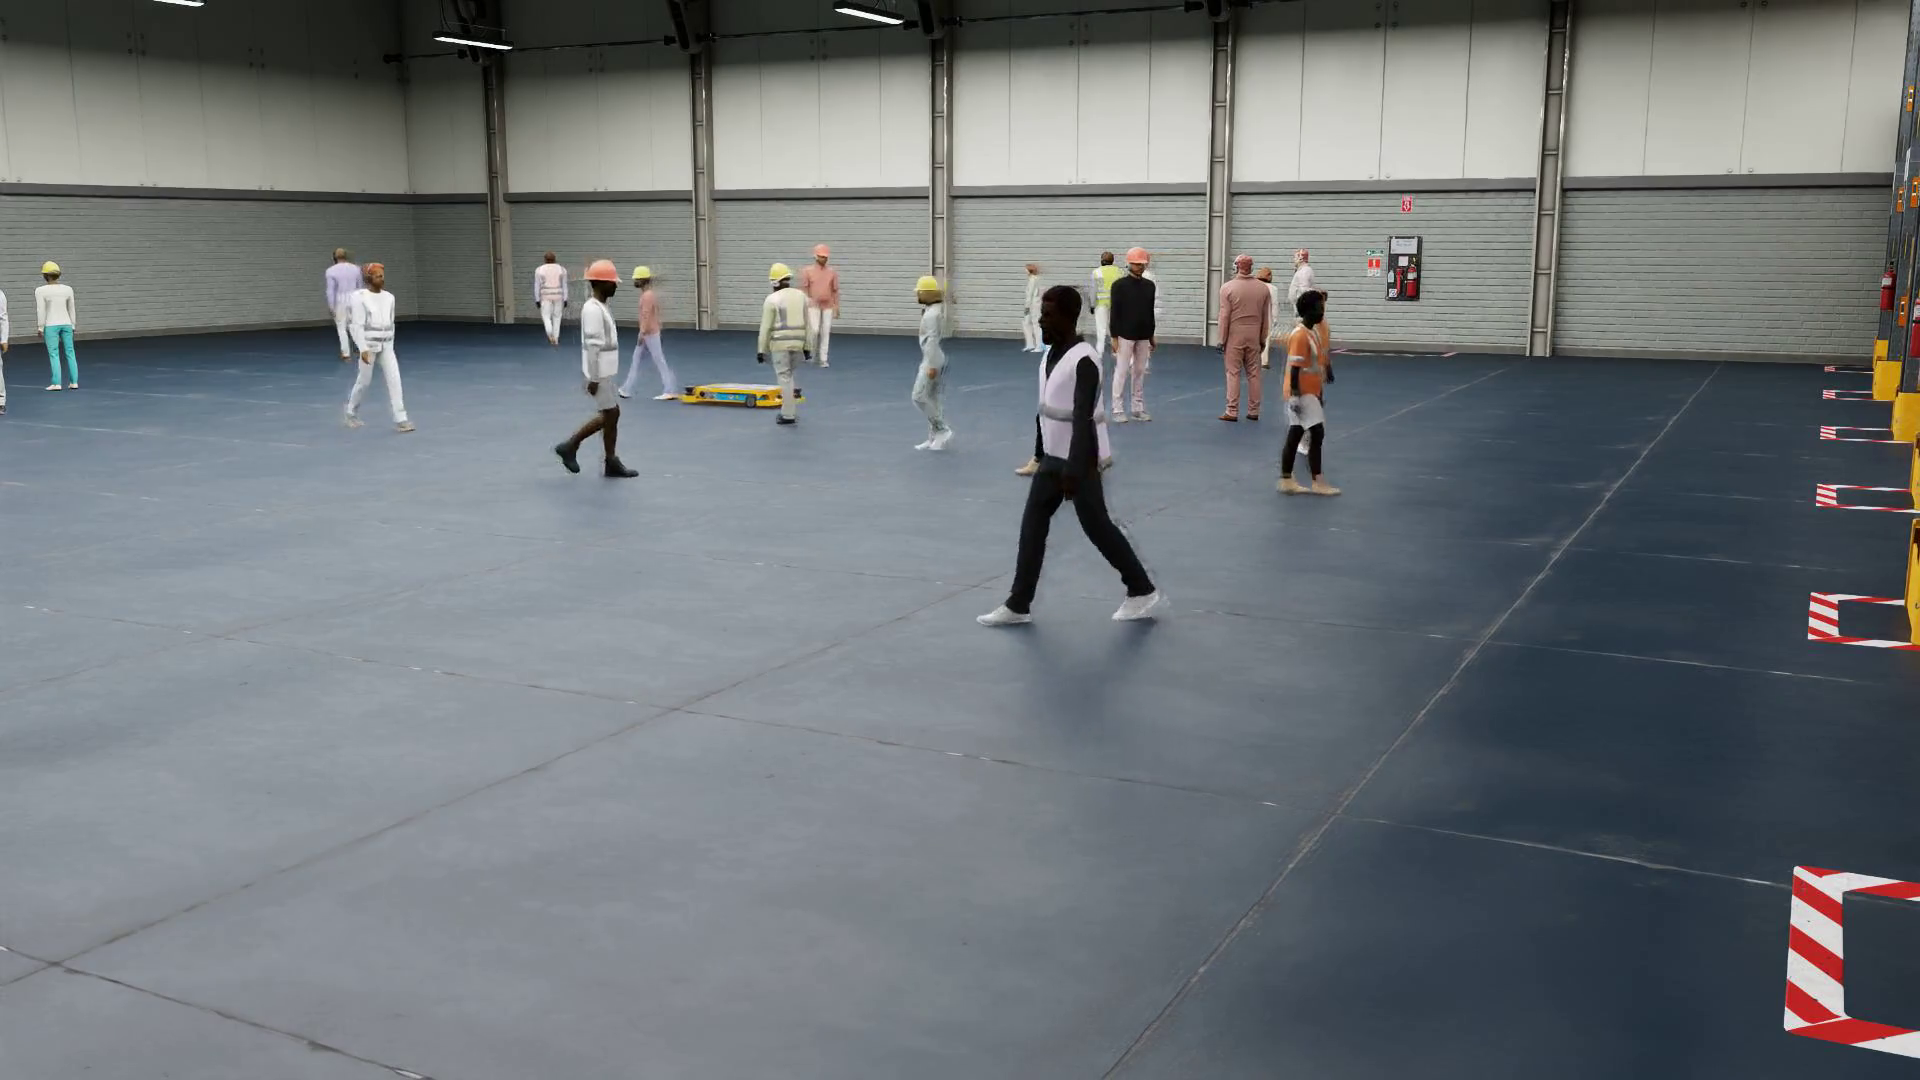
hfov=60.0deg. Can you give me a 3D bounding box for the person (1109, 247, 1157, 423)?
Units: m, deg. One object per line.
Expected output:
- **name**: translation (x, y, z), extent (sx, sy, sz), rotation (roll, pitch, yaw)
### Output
- **person**: translation (1.992, -2.340, 19.016), extent (0.623, 1.992, 0.396), rotation (-6, 12, -29)

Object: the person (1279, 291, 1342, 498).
- **person**: translation (2.912, -1.178, 13.520), extent (0.652, 1.674, 0.552), rotation (4, 11, 22)

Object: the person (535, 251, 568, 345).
- **person**: translation (-7.919, -4.687, 32.287), extent (0.631, 1.826, 0.604), rotation (-4, 11, -22)

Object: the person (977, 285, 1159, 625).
- **person**: translation (0.638, -0.457, 9.110), extent (1.019, 1.874, 0.603), rotation (-4, 11, -20)

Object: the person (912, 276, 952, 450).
- **person**: translation (-0.321, -1.743, 16.463), extent (0.354, 1.729, 0.511), rotation (0, 10, -1)

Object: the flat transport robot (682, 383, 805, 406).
- **flat transport robot**: translation (-2.735, -1.841, 20.999), extent (1.431, 0.197, 0.652), rotation (5, 12, 27)

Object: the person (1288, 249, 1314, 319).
- **person**: translation (5.538, -3.771, 27.064), extent (0.399, 1.907, 0.644), rotation (3, 11, 17)

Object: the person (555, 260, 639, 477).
- **person**: translation (-3.187, -1.479, 14.544), extent (0.602, 1.923, 0.546), rotation (-1, 10, -4)

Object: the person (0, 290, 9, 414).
- **person**: translation (-11.634, -2.394, 19.763), extent (0.588, 1.831, 0.404), rotation (-4, 11, -19)

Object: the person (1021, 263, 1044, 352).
- **person**: translation (1.288, -4.218, 30.280), extent (0.549, 1.618, 0.534), rotation (0, 10, 1)

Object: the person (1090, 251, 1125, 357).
- **person**: translation (2.570, -4.113, 29.096), extent (0.630, 1.846, 0.429), rotation (-3, 11, -15)

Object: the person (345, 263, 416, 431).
- **person**: translation (-6.434, -2.115, 18.237), extent (0.973, 1.843, 0.578), rotation (8, 13, 36)

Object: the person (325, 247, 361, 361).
- **person**: translation (-10.382, -3.967, 28.079), extent (0.483, 1.925, 0.652), rotation (9, 14, 40)

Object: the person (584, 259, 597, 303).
- **person**: translation (-7.655, -5.073, 34.905), extent (0.507, 1.631, 0.265), rotation (-9, 14, -41)

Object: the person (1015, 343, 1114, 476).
- **person**: translation (0.948, -1.368, 14.634), extent (0.844, 1.660, 0.526), rotation (-1, 10, -4)

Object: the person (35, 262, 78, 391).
- **person**: translation (-12.450, -2.940, 22.915), extent (0.311, 1.768, 0.533), rotation (6, 12, 31)

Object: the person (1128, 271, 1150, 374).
- **person**: translation (2.681, -3.489, 25.643), extent (0.608, 1.860, 0.606), rotation (3, 11, 17)

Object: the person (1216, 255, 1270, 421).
- **person**: translation (3.232, -2.318, 19.143), extent (0.651, 1.906, 0.403), rotation (-4, 11, -20)

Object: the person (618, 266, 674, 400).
- **person**: translation (-4.112, -2.648, 21.414), extent (0.882, 1.718, 0.550), rotation (-3, 11, -17)

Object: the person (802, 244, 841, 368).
- **person**: translation (-2.230, -3.760, 26.789), extent (0.649, 1.981, 0.436), rotation (-5, 11, -23)

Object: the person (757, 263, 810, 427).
- **person**: translation (-2.025, -2.171, 18.566), extent (0.609, 1.817, 0.621), rotation (10, 14, 42)

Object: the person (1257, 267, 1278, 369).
- **person**: translation (4.826, -3.532, 26.533), extent (0.510, 1.623, 0.294), rotation (6, 12, 30)

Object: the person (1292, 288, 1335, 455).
- **person**: translation (3.409, -1.611, 16.064), extent (0.374, 1.626, 0.516), rotation (10, 14, 43)
